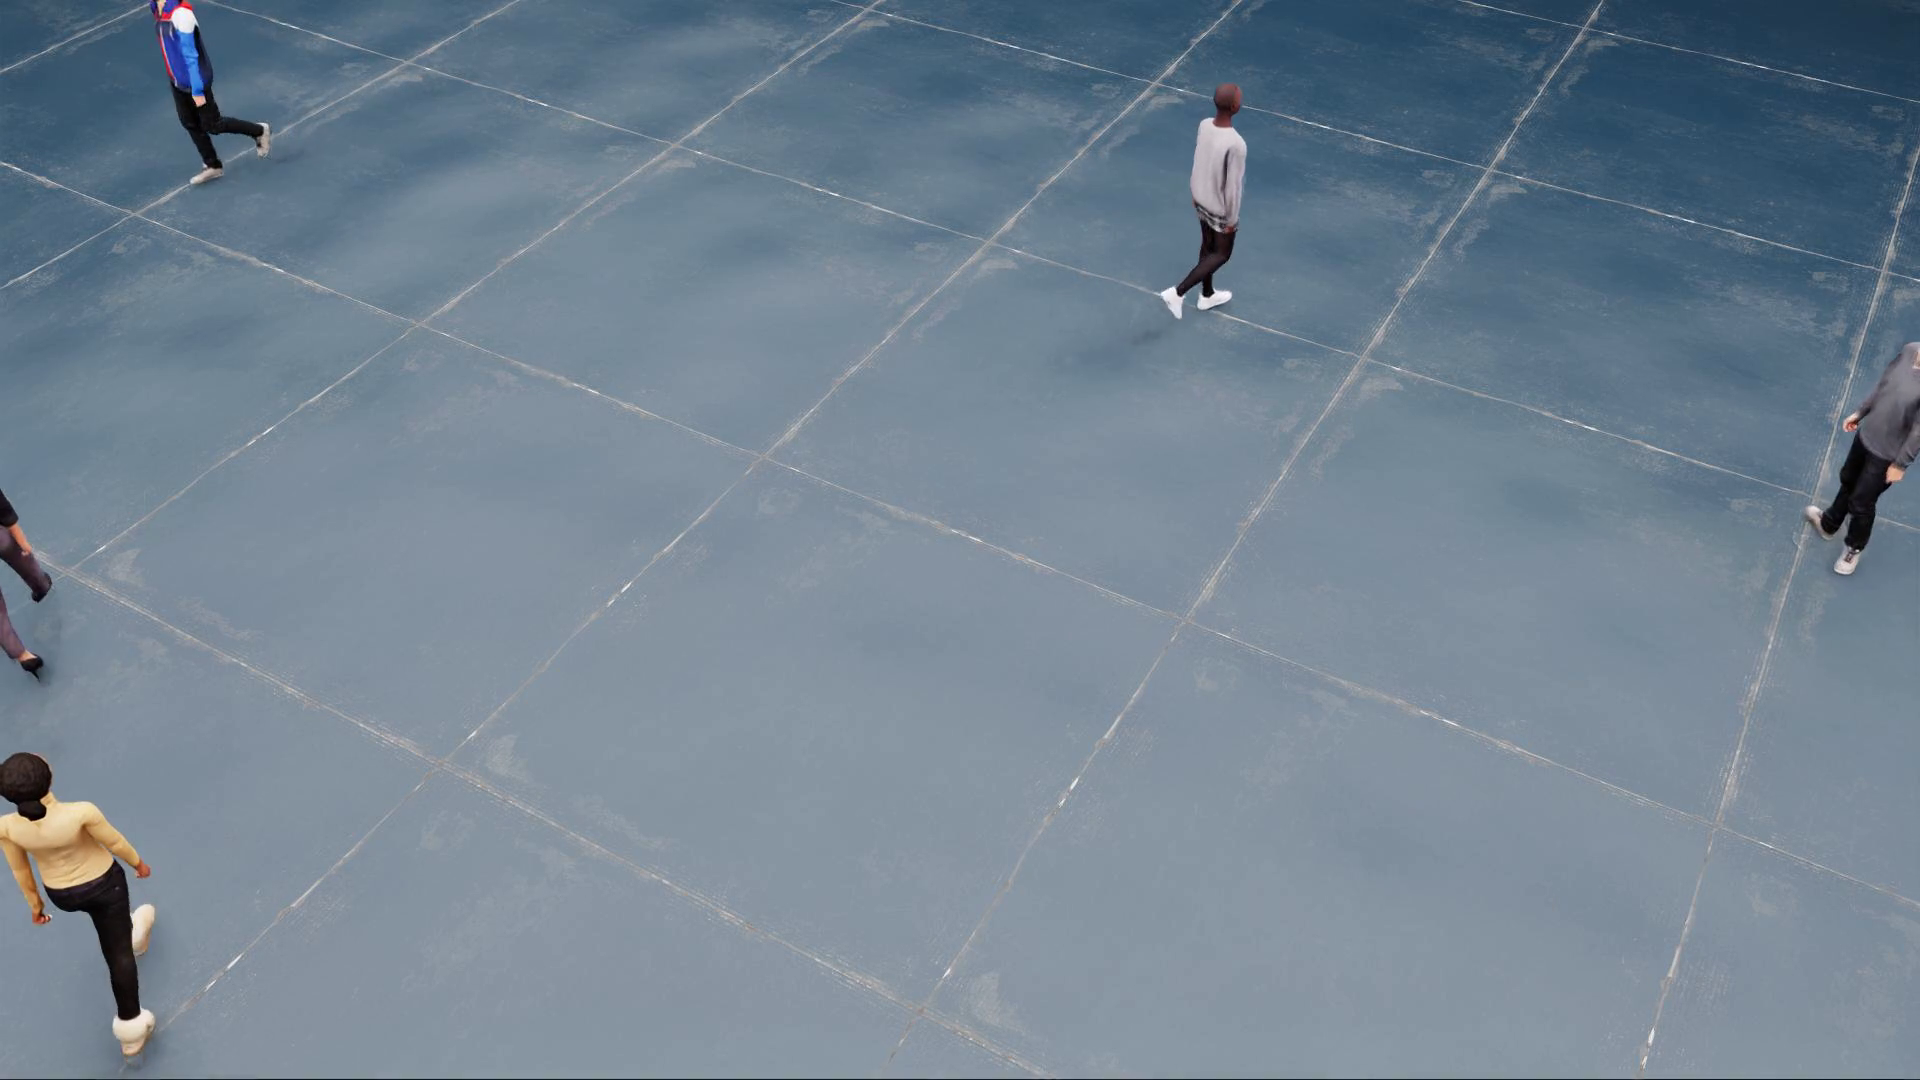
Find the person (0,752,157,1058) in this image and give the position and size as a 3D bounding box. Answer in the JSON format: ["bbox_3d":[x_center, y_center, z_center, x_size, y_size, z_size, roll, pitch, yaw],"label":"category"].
[{"bbox_3d":[-3.825,1.590,7.271,1.071,1.620,1.170,-8,43,-9],"label":"person"}]

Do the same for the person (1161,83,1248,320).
[{"bbox_3d":[1.688,-2.287,11.434,1.045,1.762,0.887,-23,47,-23],"label":"person"}]

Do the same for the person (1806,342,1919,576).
[{"bbox_3d":[5.332,-0.592,9.584,0.910,1.740,0.667,10,43,11],"label":"person"}]

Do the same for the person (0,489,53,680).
[{"bbox_3d":[-5.237,0.093,8.907,1.041,1.636,1.056,-15,44,-15],"label":"person"}]

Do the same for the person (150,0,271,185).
[{"bbox_3d":[-5.885,-3.618,12.917,0.746,1.740,0.977,31,50,29],"label":"person"}]
